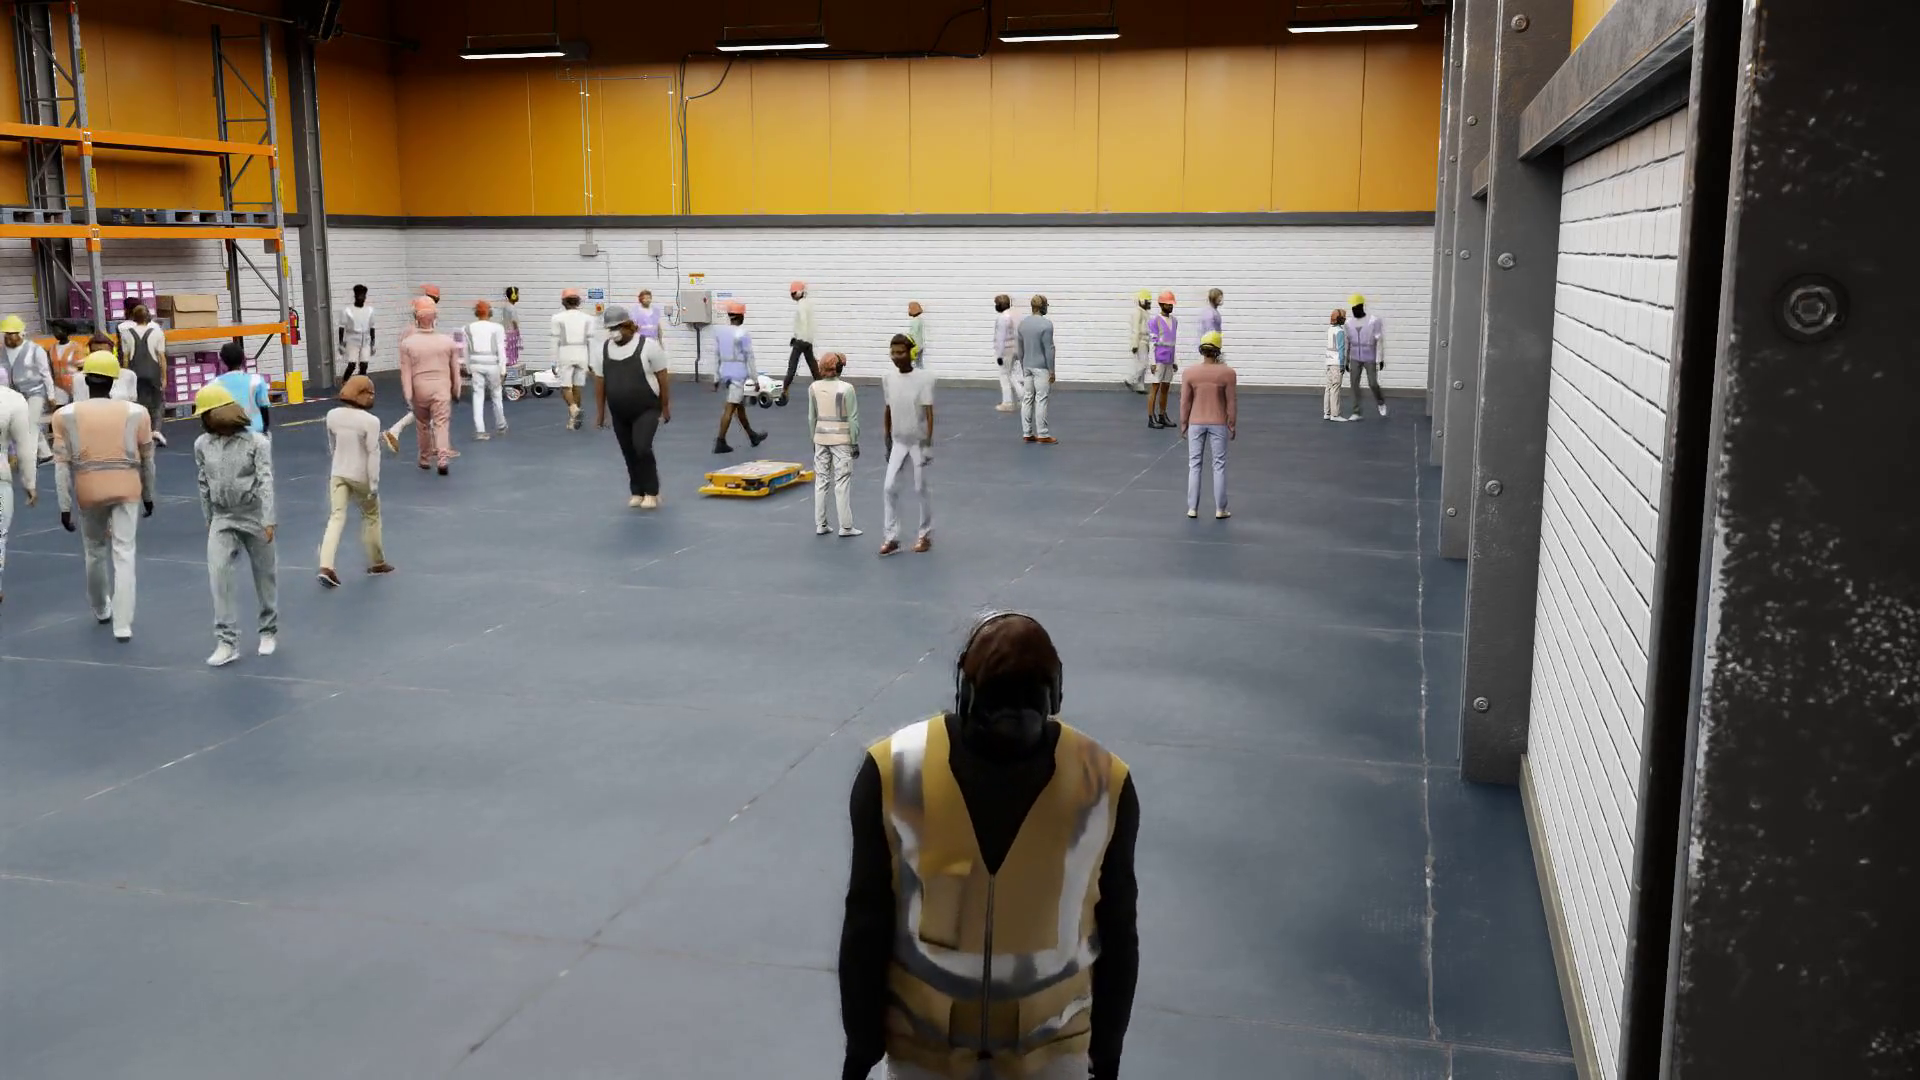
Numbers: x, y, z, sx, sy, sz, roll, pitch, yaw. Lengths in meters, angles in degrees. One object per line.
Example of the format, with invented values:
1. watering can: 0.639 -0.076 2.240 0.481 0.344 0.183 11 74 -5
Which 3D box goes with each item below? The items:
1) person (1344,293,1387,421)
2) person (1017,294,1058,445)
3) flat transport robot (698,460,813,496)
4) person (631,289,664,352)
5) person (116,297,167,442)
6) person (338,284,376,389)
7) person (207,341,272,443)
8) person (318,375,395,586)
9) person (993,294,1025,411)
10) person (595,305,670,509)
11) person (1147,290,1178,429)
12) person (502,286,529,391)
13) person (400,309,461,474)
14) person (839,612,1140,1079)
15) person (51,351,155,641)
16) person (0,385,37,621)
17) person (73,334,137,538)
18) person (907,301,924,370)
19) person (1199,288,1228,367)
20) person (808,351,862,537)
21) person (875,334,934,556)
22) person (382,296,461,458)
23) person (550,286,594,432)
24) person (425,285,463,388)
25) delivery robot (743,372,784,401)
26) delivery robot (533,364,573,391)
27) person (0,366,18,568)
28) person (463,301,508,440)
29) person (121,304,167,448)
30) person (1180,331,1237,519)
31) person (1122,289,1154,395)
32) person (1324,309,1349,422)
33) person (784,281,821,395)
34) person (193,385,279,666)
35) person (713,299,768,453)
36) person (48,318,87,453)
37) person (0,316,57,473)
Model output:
1. person: 5.963 -2.691 24.435 0.625 1.884 0.744 8 13 37
2. person: 1.003 -2.197 21.480 0.370 1.940 0.627 -8 13 -39
3. flat transport robot: -2.131 -0.658 17.486 0.652 0.197 1.431 3 11 18
4. person: -5.312 -3.328 28.179 0.624 1.829 0.589 9 13 41
5. person: -10.787 -2.218 21.733 0.857 1.885 0.595 4 11 22
6. person: -9.970 -3.260 27.495 0.623 1.939 0.631 9 14 43
7. person: -6.669 -0.995 15.390 0.540 1.677 0.608 -3 10 -15
8. person: -4.620 -0.458 12.624 0.498 1.589 0.840 2 10 13
9. person: 0.737 -2.896 25.770 0.468 1.821 0.650 5 11 26
10. person: -3.204 -1.307 16.151 0.712 2.000 0.598 3 10 15
11. person: 2.878 -2.538 23.409 0.547 1.939 0.376 -9 13 -41
12. person: -7.874 -3.532 29.281 0.417 1.856 0.532 -5 11 -27
13. person: -5.971 -1.675 18.795 0.649 1.866 1.015 -4 11 -22
14. person: 0.067 1.032 3.558 0.635 1.815 0.846 0 10 3
15. person: -5.629 -0.308 10.989 0.592 1.864 1.004 -5 11 -26
16. person: -6.741 -0.388 11.439 0.647 1.889 0.946 -3 10 -16
17. person: -7.323 -0.865 14.297 0.561 1.819 1.005 -5 11 -24
18. person: -0.833 -3.241 28.289 0.602 1.610 0.537 2 10 9
19. person: 3.972 -2.915 25.604 0.678 1.914 0.650 3 10 14
20. person: -1.108 -0.841 14.646 0.513 1.641 0.307 6 12 30
21. person: -0.443 -0.772 13.704 0.545 1.840 0.759 4 11 23
22. person: -6.546 -1.955 20.055 0.853 1.966 0.623 -2 10 -10
23. person: -5.272 -2.455 22.751 0.625 2.012 0.717 -5 11 -28
24. person: -9.111 -3.445 28.697 0.981 1.871 0.680 -8 13 -38
25. delivery robot: -3.166 -2.443 26.525 0.707 0.478 0.477 6 12 31
26. delivery robot: -6.853 -2.743 28.221 0.707 0.478 0.477 0 10 1
27. person: -7.726 -0.743 13.016 0.629 2.020 0.457 -2 10 -13
28. person: -6.330 -2.271 22.213 0.579 1.833 1.005 0 10 -3
29. person: -10.218 -2.035 20.880 0.507 1.832 0.394 -3 11 -18
30. person: 2.335 -1.078 15.633 0.528 1.767 0.329 3 10 16
31. person: 3.108 -3.375 28.481 0.430 1.820 0.593 3 10 17
32. person: 5.507 -2.554 24.346 0.309 1.641 0.513 -1 10 -8
33. person: -2.809 -3.449 28.552 0.989 1.947 0.641 0 10 0
34. person: -4.426 -0.093 10.184 0.520 1.701 0.712 -1 10 -4
35. person: -2.745 -2.047 20.760 0.567 1.884 1.004 8 13 38
36. person: -11.078 -1.943 20.803 0.533 1.669 0.735 2 10 10
37. person: -10.685 -1.681 19.062 0.609 1.782 0.793 1 10 7
